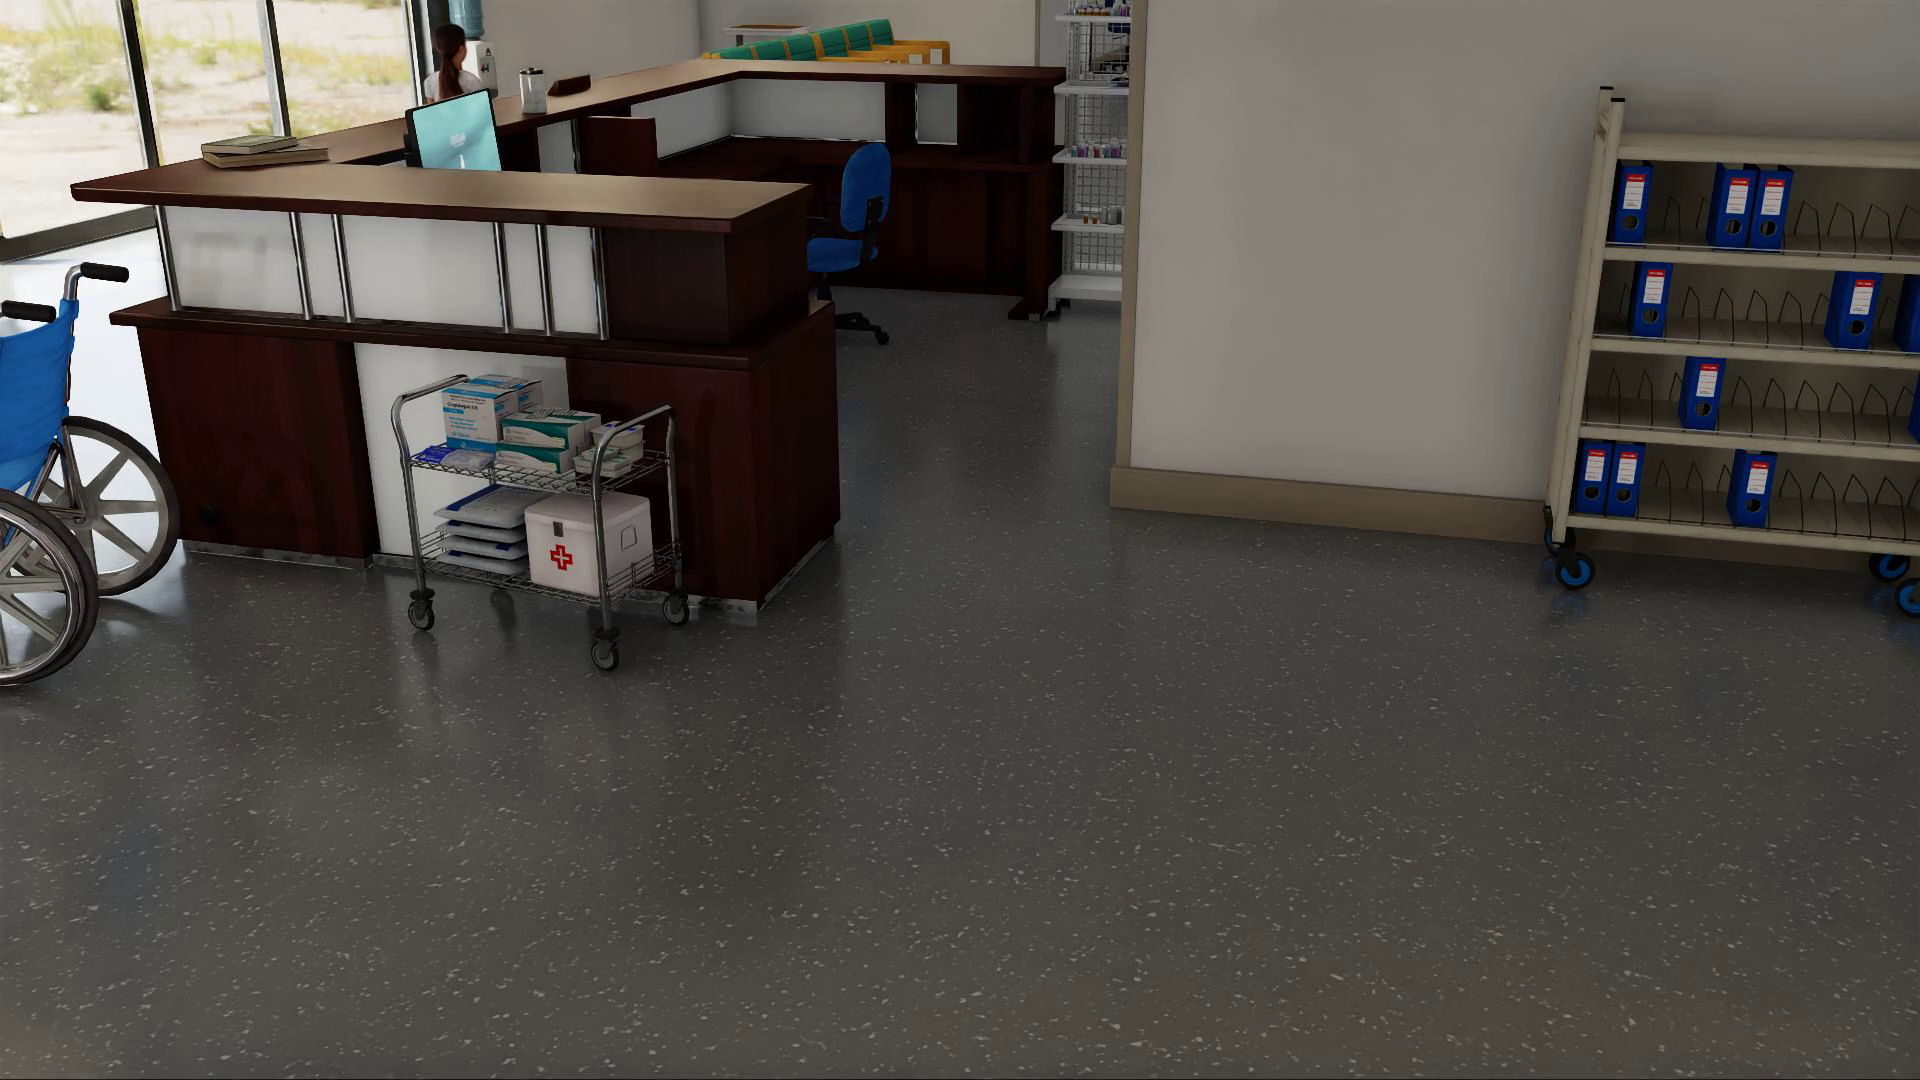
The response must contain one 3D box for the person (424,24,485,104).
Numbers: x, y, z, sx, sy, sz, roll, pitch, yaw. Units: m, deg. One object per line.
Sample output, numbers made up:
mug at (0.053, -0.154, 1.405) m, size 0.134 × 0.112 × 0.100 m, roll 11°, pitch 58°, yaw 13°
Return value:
person at (-3.025, -2.337, 10.120) m, size 0.471 × 1.563 × 0.608 m, roll 3°, pitch 21°, yaw 9°
